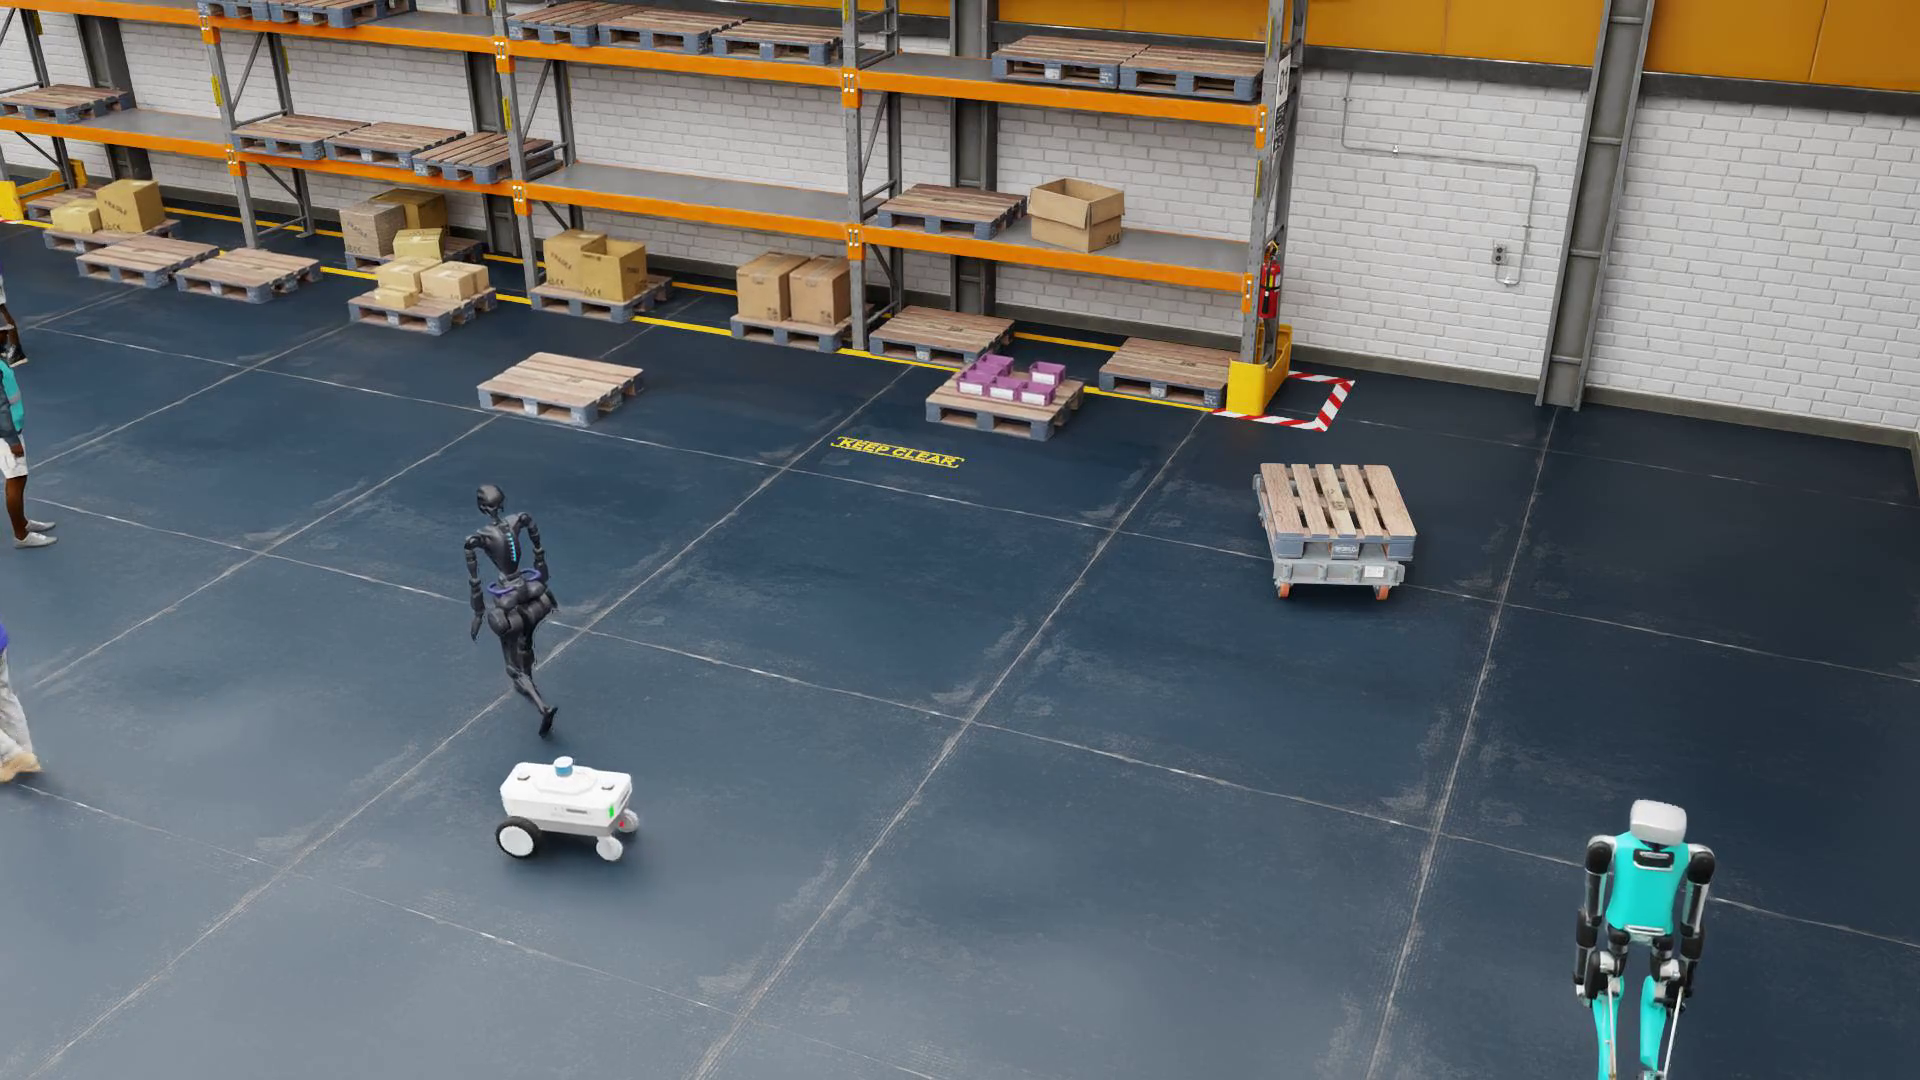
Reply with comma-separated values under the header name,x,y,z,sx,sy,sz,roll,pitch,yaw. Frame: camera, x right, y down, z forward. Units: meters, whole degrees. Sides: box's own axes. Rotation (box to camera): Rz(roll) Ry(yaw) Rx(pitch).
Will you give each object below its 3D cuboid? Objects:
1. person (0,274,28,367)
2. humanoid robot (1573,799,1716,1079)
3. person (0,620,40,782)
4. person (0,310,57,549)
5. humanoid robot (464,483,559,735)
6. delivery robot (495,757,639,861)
name,x,y,z,sx,sy,sz,roll,pitch,yaw
person,-9.577,-2.633,16.208,0.634,1.955,0.384,17,32,30
humanoid robot,2.958,2.116,7.285,0.557,1.831,0.895,6,28,12
person,-5.913,0.651,9.954,0.418,1.853,0.513,2,27,4
person,-7.342,-0.863,12.807,0.472,1.924,0.546,-14,30,-25
humanoid robot,-2.790,0.403,10.626,0.669,1.619,0.599,24,36,38
delivery robot,-2.267,1.526,9.645,0.756,0.580,0.499,5,28,9
